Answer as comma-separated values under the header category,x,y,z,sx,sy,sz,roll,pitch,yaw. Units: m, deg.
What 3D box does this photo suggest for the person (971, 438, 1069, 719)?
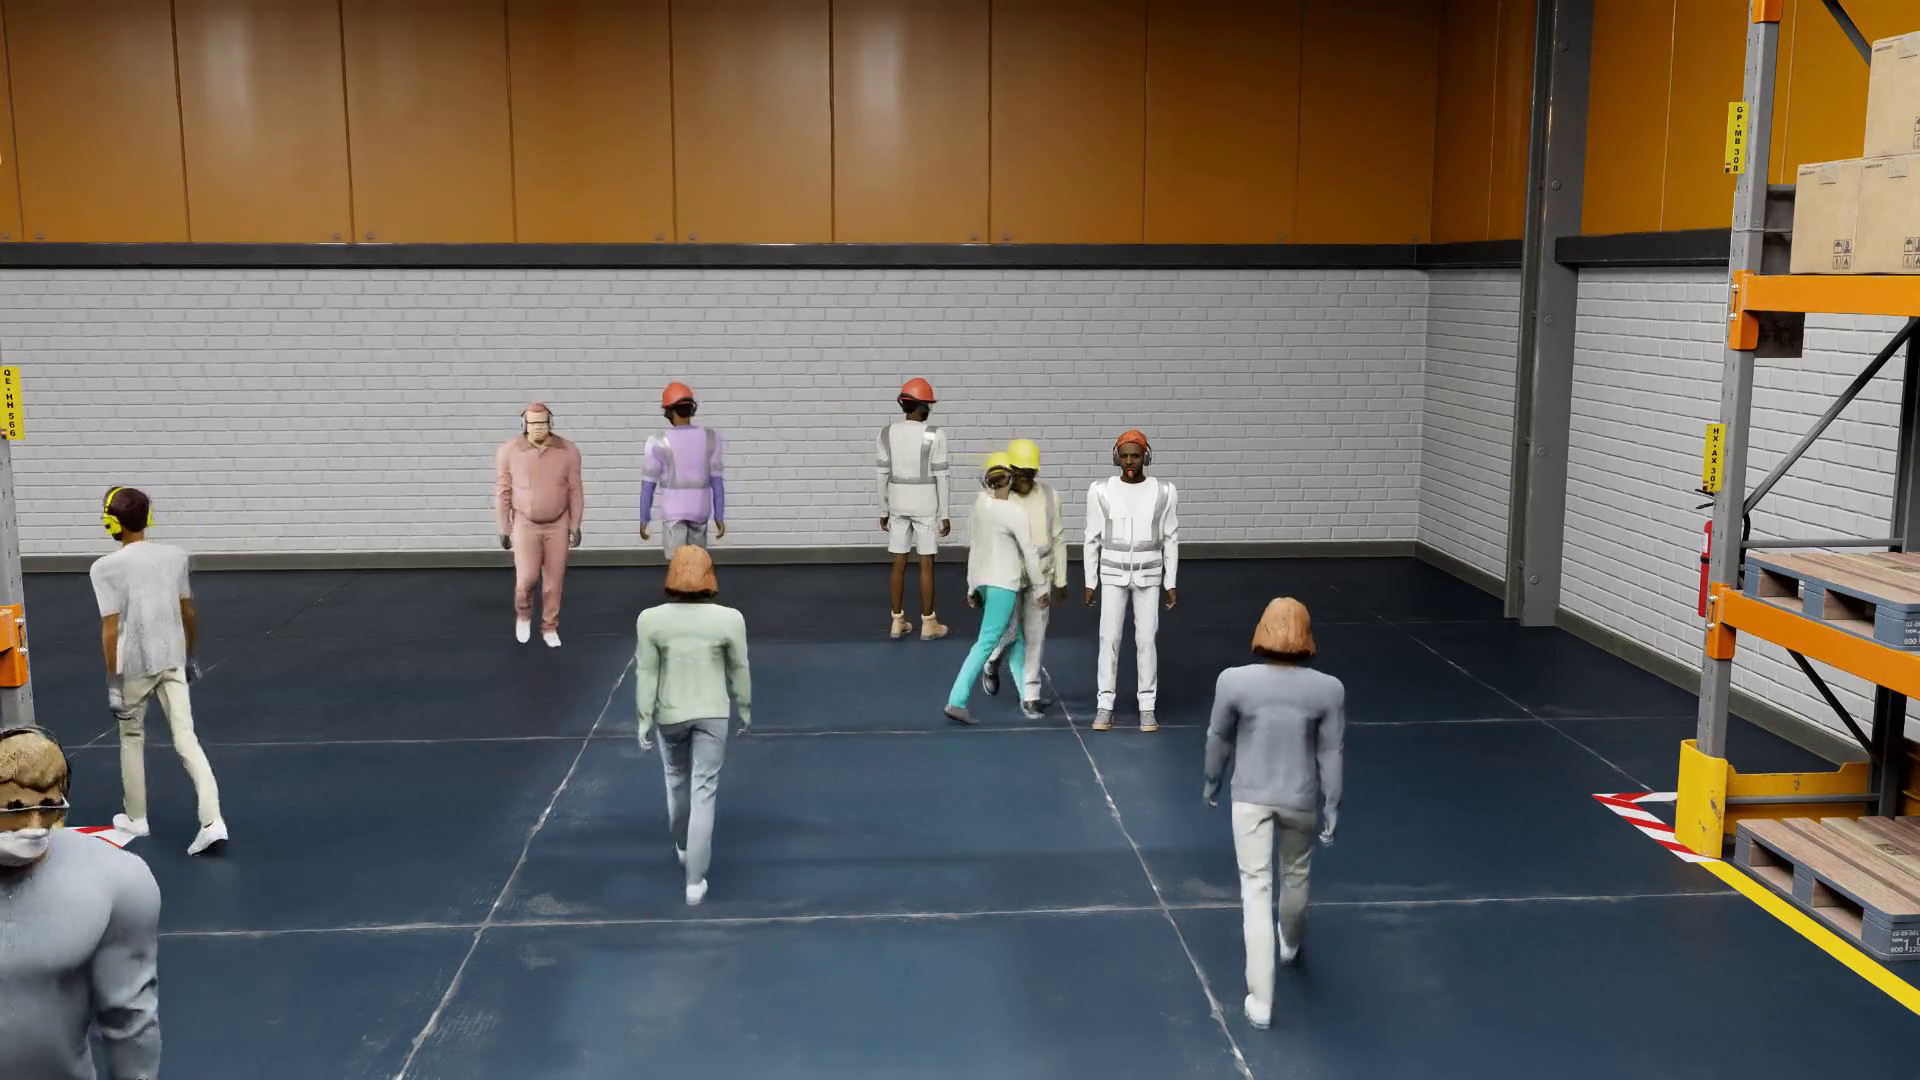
category,x,y,z,sx,sy,sz,roll,pitch,yaw
person,0.373,0.231,10.734,0.616,1.804,0.576,-3,9,-17

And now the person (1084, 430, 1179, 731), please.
category,x,y,z,sx,sy,sz,roll,pitch,yaw
person,1.061,0.256,10.341,0.587,1.882,0.341,1,9,6

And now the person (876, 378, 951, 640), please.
category,x,y,z,sx,sy,sz,roll,pitch,yaw
person,-0.346,-0.243,12.986,0.613,2.039,0.393,4,10,24

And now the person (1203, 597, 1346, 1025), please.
category,x,y,z,sx,sy,sz,roll,pitch,yaw
person,1.225,1.010,6.533,0.519,1.588,0.855,1,9,5

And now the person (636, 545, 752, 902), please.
category,x,y,z,sx,sy,sz,roll,pitch,yaw
person,-1.226,0.808,7.752,0.518,1.591,0.812,-1,9,-4

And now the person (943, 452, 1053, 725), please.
category,x,y,z,sx,sy,sz,roll,pitch,yaw
person,0.224,0.304,10.595,0.881,1.713,0.539,-5,10,-29

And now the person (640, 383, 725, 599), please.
category,x,y,z,sx,sy,sz,roll,pitch,yaw
person,-2.179,-0.218,12.942,0.631,2.004,0.865,-5,10,-29

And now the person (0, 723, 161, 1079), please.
category,x,y,z,sx,sy,sz,roll,pitch,yaw
person,-2.083,1.317,3.663,0.640,1.894,0.624,-7,11,-36

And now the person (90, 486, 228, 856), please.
category,x,y,z,sx,sy,sz,roll,pitch,yaw
person,-3.939,0.639,8.191,0.973,1.818,0.553,8,12,41

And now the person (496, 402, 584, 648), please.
category,x,y,z,sx,sy,sz,roll,pitch,yaw
person,-3.174,-0.107,12.632,0.641,1.888,0.421,-4,10,-23
